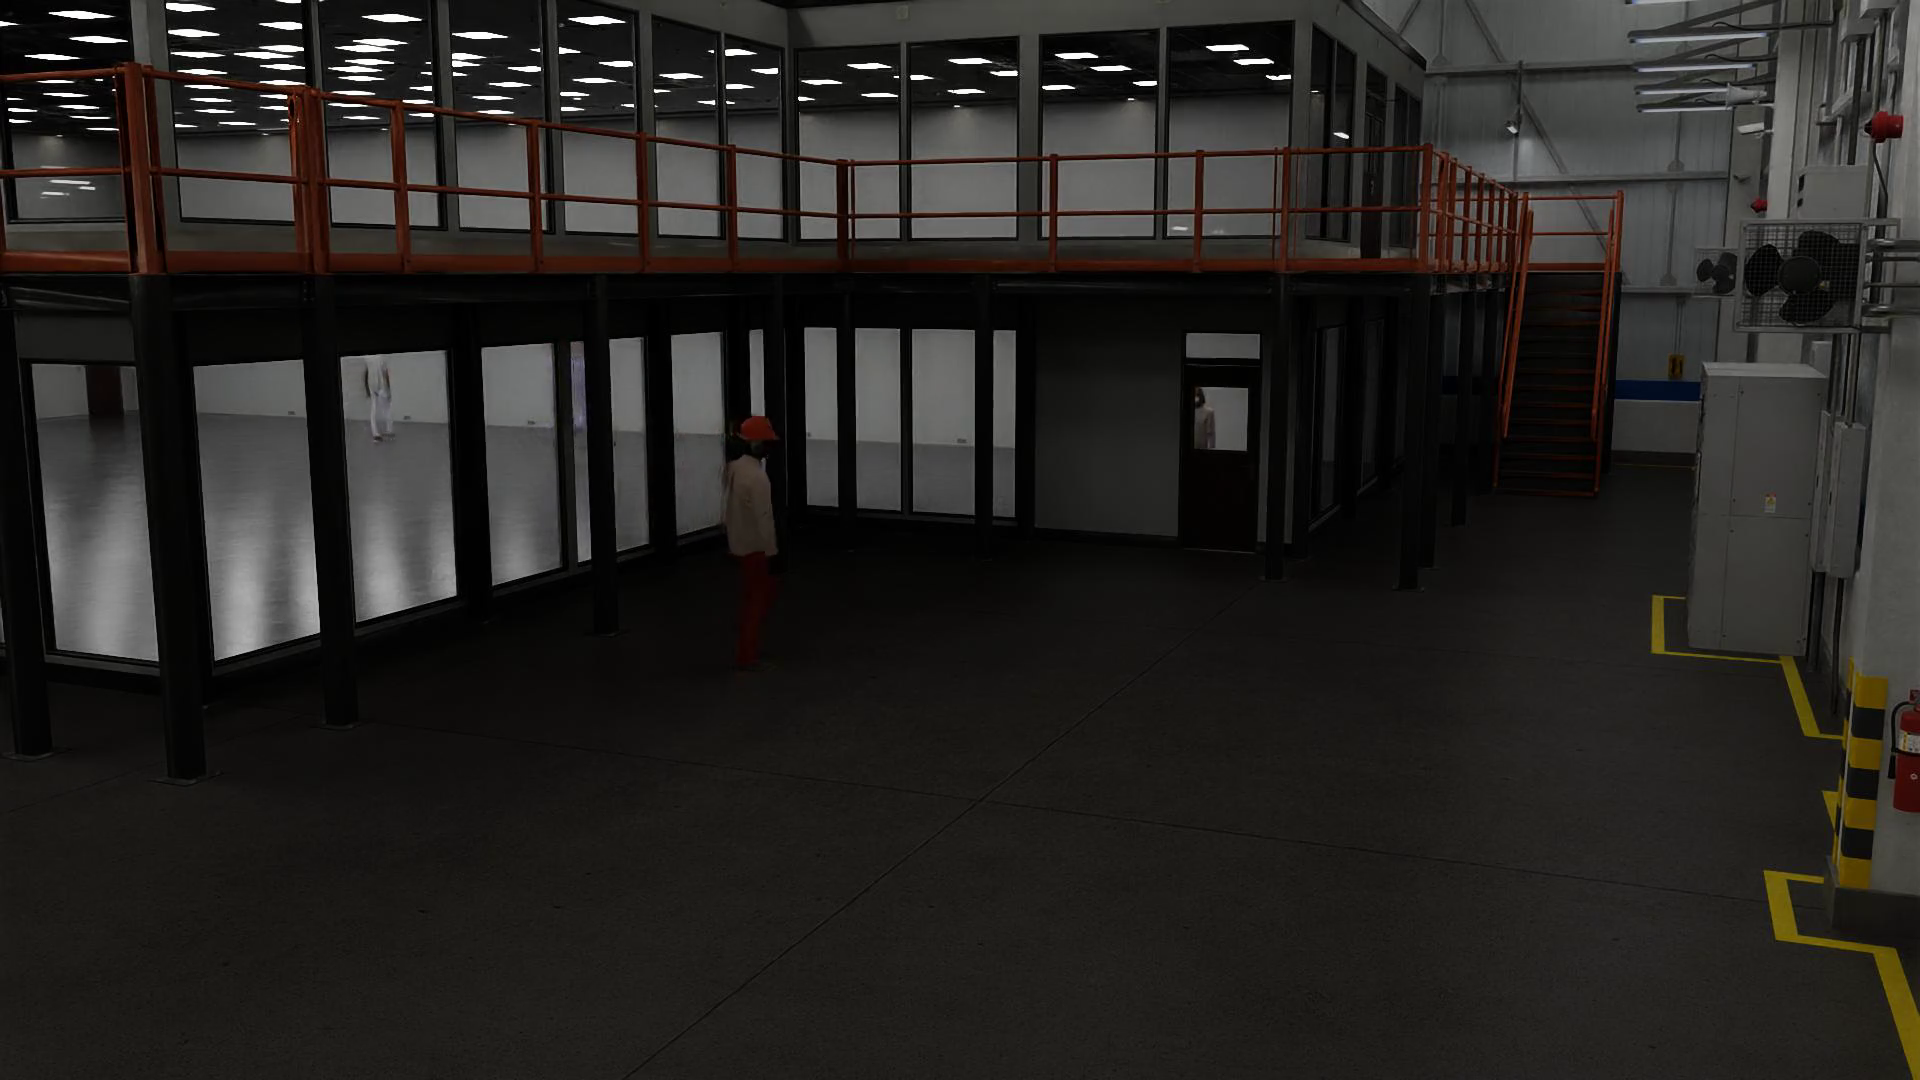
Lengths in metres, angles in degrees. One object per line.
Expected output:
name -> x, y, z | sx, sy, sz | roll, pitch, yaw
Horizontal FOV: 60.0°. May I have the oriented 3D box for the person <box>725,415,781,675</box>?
person -> -1.507, 0.045, 12.578 | 0.534, 1.973, 0.648 | -4, 10, -25
